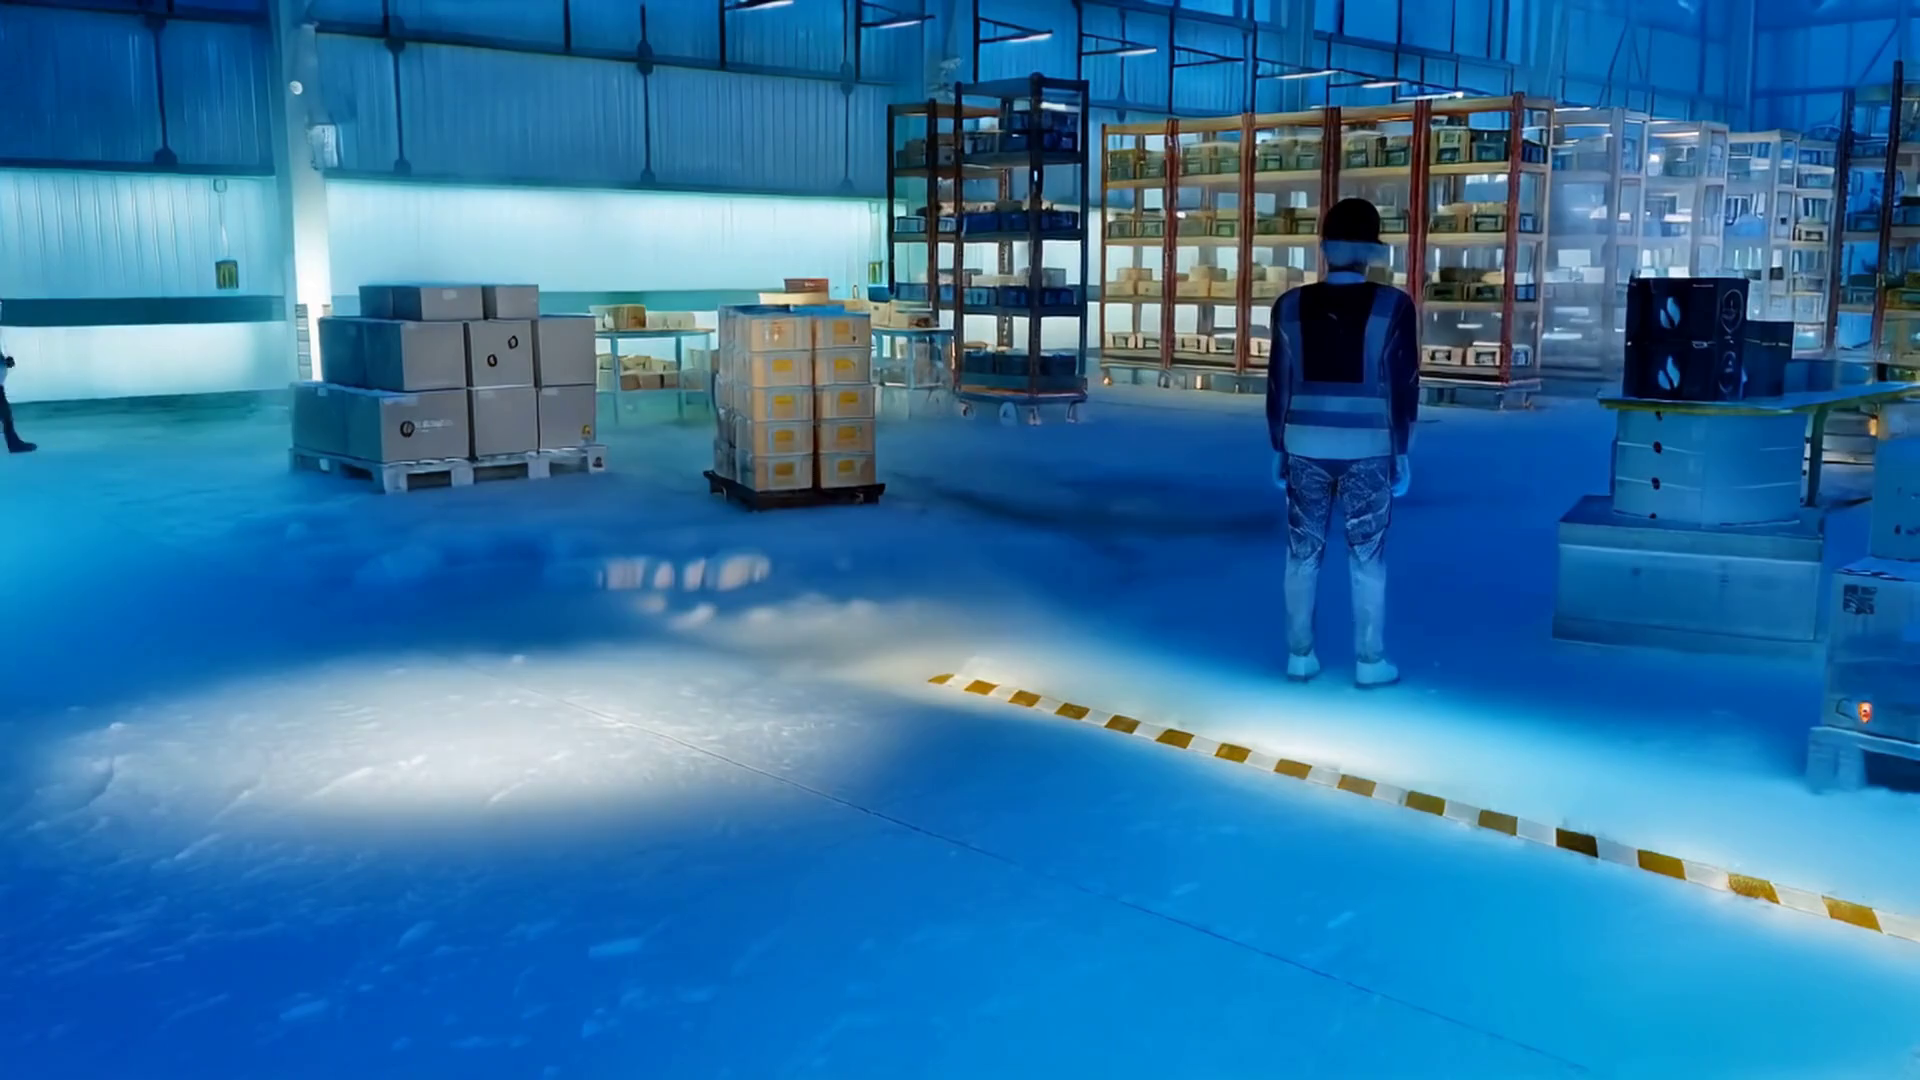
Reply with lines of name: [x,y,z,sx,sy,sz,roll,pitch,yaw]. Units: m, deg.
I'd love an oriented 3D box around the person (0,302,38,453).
person: [-8.601,-1.660,14.586,0.706,1.886,0.487,-5,10,-26]

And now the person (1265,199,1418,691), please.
person: [1.521,-0.373,6.652,0.605,1.948,0.403,5,11,29]
